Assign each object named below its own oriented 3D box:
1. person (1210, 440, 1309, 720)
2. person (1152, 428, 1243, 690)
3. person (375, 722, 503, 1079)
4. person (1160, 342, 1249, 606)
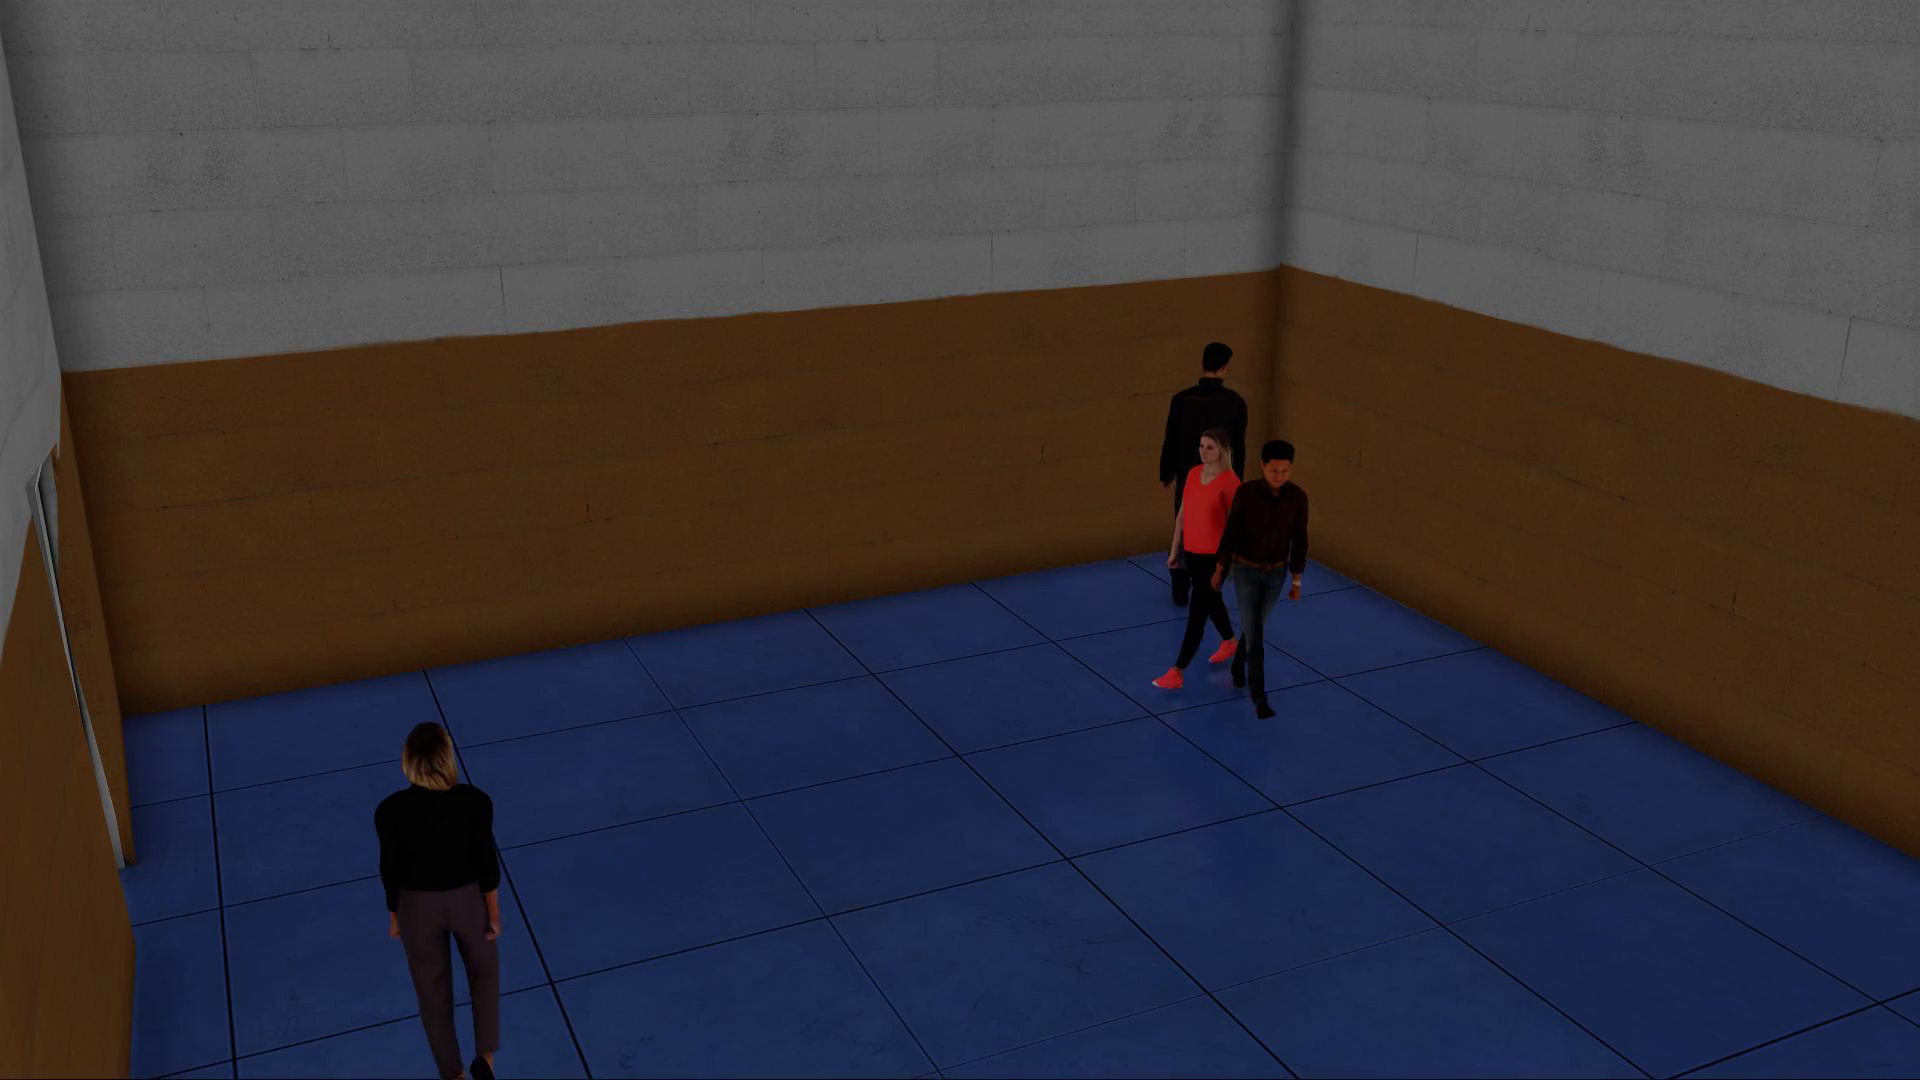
[{"bbox_3d":[1.829,0.204,10.254,1.204,1.702,1.016,-1,19,-4],"label":"person"},{"bbox_3d":[1.648,0.110,10.626,1.187,1.643,0.738,-13,23,-34],"label":"person"},{"bbox_3d":[-1.987,1.515,6.426,0.576,1.662,0.667,-7,20,-19],"label":"person"},{"bbox_3d":[1.738,-0.420,11.765,0.960,1.918,1.025,2,19,7],"label":"person"}]
